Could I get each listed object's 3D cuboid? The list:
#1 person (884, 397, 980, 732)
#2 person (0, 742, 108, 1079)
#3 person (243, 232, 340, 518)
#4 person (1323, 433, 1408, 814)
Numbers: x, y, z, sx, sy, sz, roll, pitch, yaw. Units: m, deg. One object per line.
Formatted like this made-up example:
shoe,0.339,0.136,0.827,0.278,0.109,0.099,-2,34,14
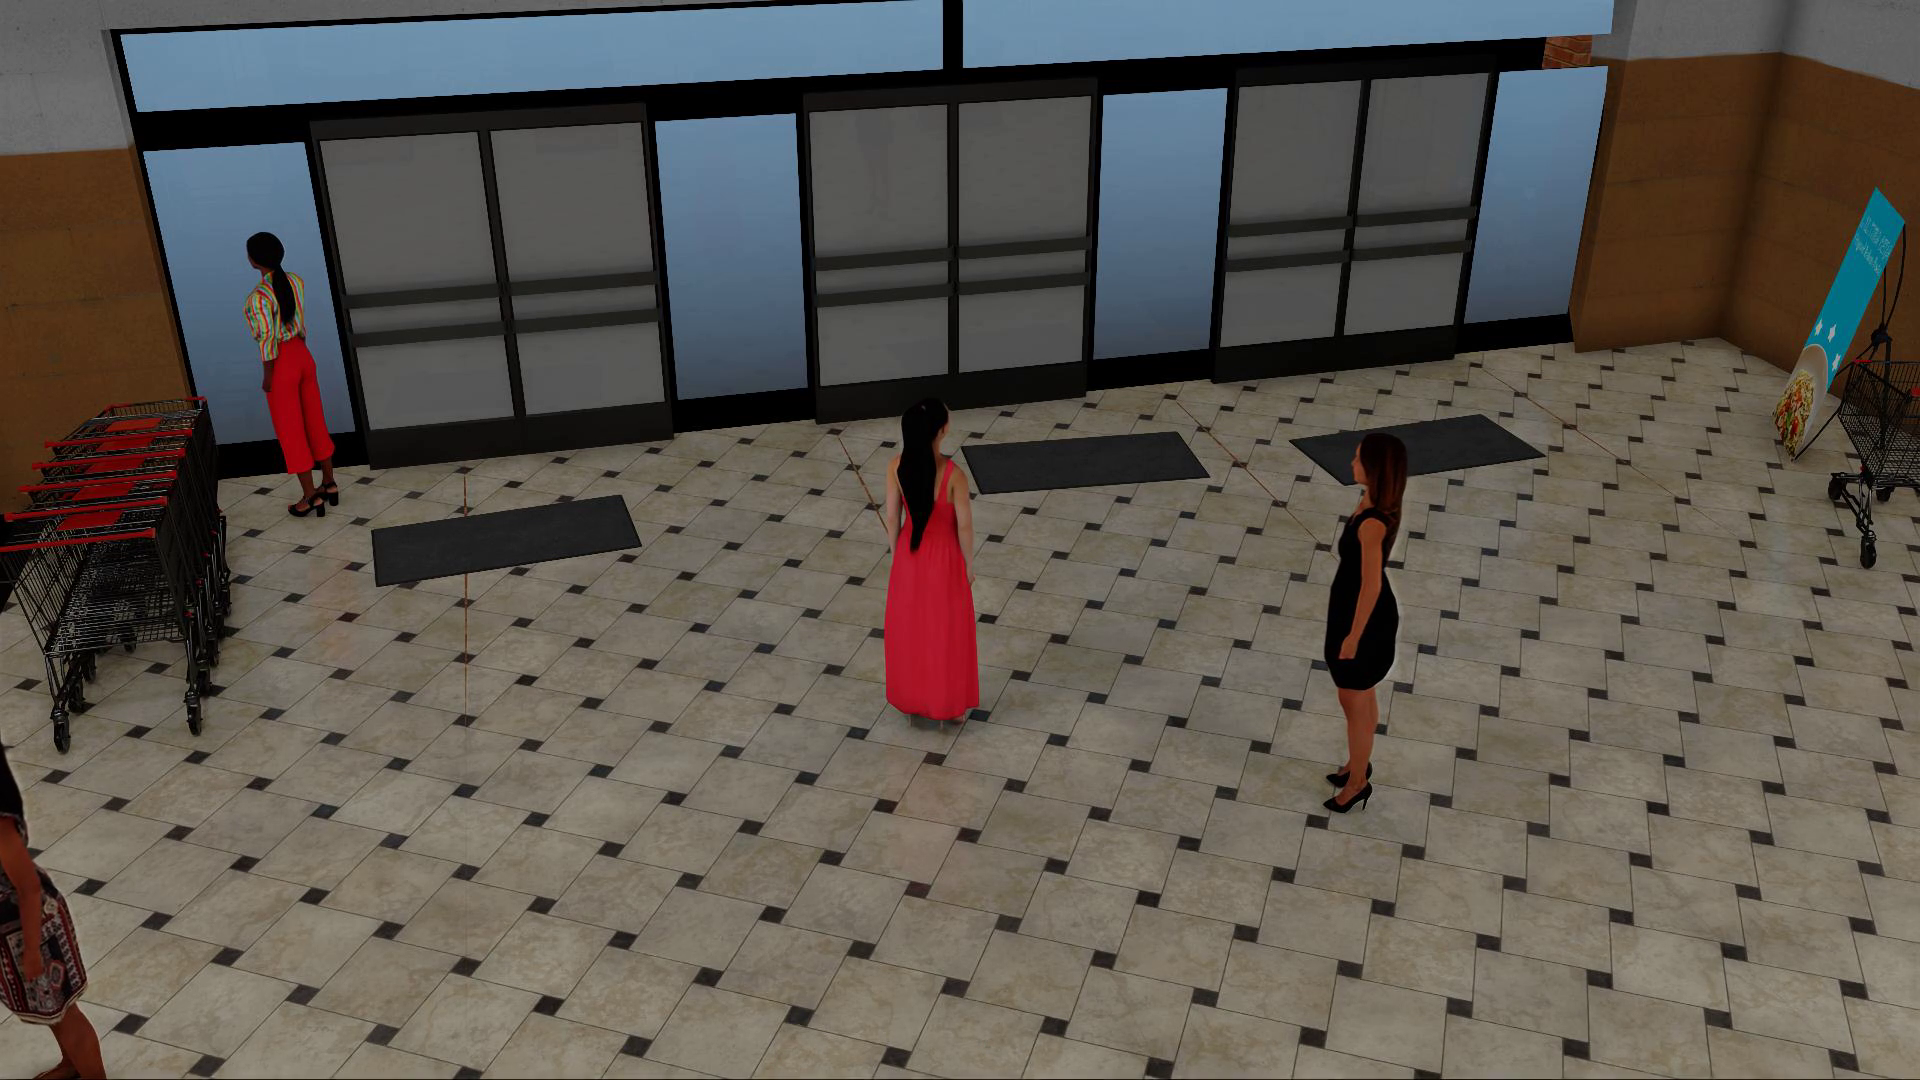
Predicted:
person,-0.147,0.129,7.945,0.716,1.725,0.750,10,28,18
person,-3.222,1.309,5.708,0.784,1.645,0.640,-23,35,-37
person,-4.068,-0.997,10.090,0.735,1.793,0.630,7,28,14
person,1.766,0.388,7.315,0.728,1.834,0.632,8,28,16
